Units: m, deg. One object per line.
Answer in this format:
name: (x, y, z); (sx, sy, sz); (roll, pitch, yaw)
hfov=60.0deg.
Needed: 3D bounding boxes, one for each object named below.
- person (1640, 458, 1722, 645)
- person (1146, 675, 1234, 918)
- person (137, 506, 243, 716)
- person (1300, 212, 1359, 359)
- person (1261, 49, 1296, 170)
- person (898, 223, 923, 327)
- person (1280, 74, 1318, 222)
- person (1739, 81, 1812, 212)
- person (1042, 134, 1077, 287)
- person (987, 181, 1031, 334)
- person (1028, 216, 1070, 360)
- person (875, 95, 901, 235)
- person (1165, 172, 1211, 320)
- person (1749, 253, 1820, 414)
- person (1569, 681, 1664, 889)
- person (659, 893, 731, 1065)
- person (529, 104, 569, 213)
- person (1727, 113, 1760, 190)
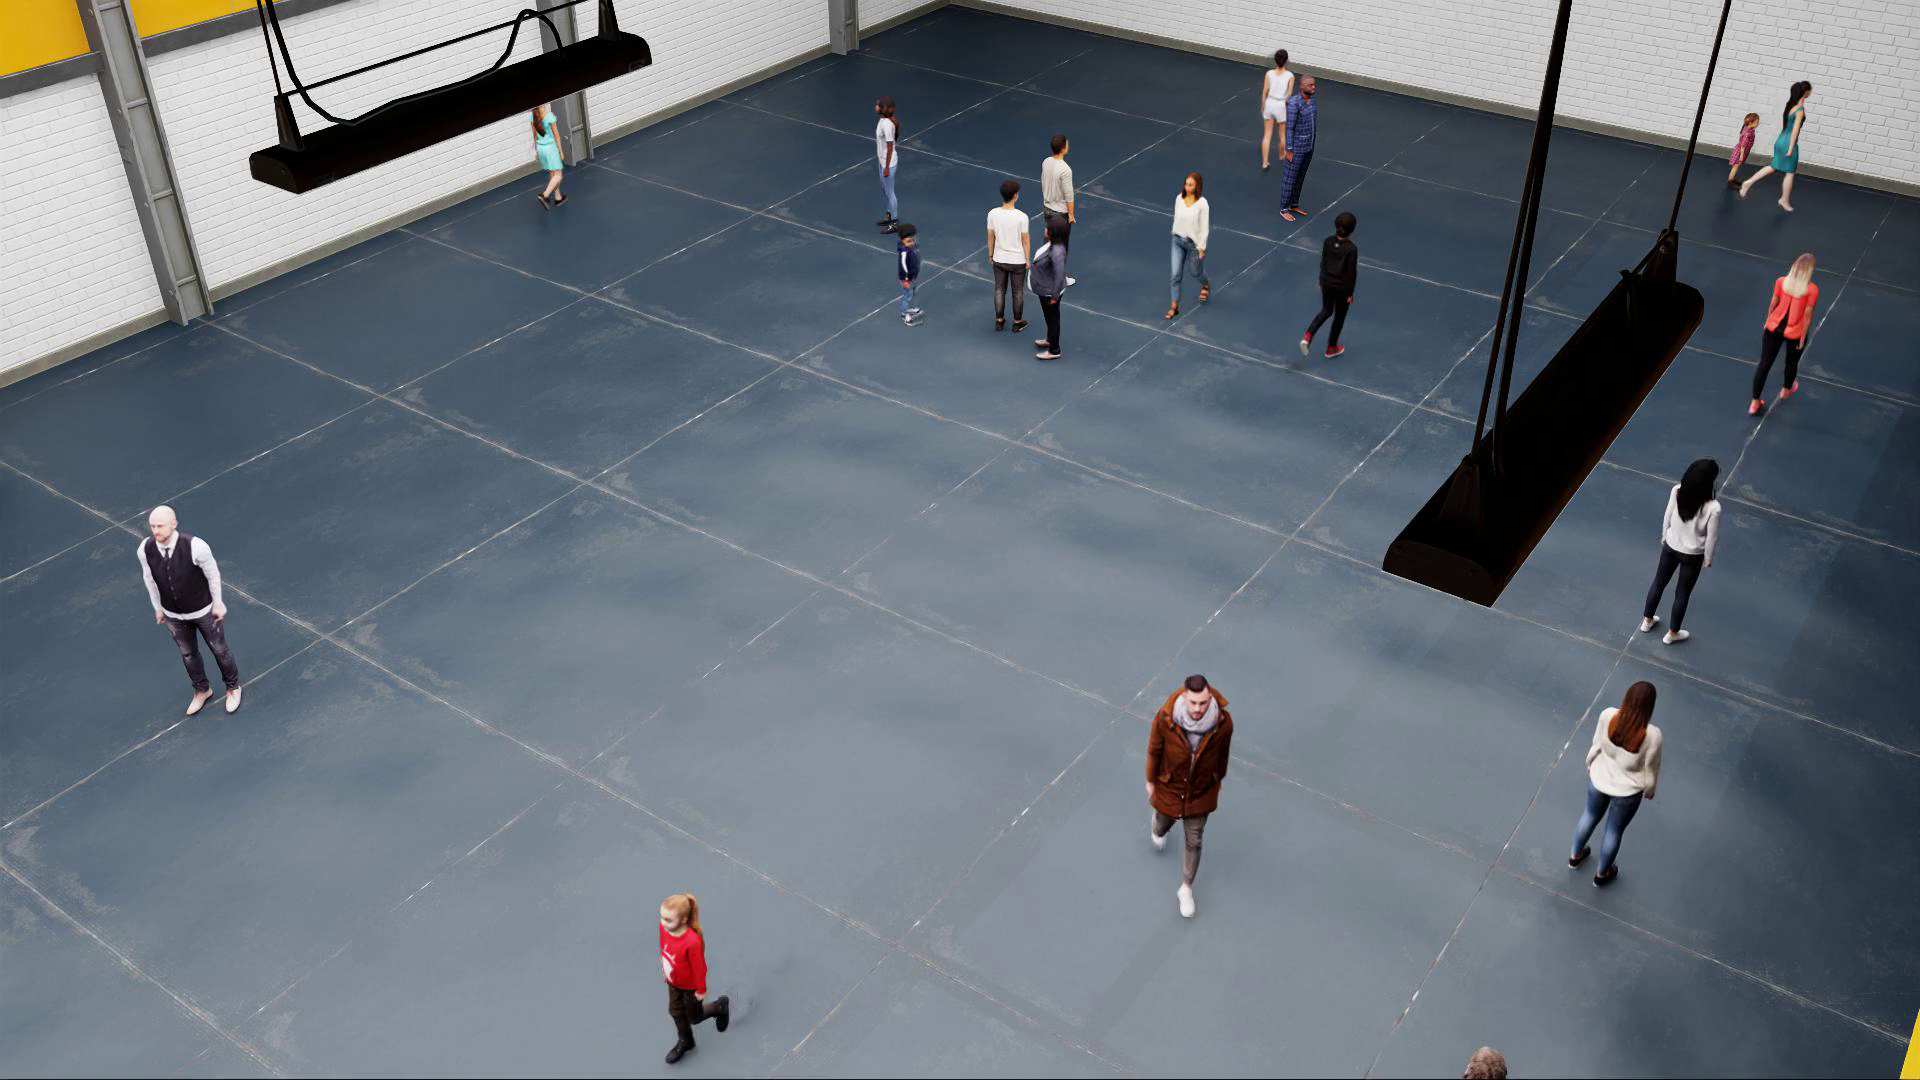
person: (5.863, 0.068, 13.474); (0.664, 1.700, 0.683); (-22, 40, -30)
person: (1.485, 1.587, 11.085); (1.064, 1.817, 1.210); (1, 34, 1)
person: (-5.860, 0.526, 12.676); (0.779, 1.823, 0.809); (-2, 34, -3)
person: (3.938, -2.653, 17.602); (0.931, 1.662, 0.722); (-26, 41, -33)
person: (4.228, -5.768, 22.354); (0.699, 1.590, 0.957); (14, 36, 20)
person: (-0.562, -2.990, 18.520); (0.702, 1.207, 0.456); (8, 34, 12)
person: (4.274, -4.966, 20.936); (0.764, 1.824, 0.604); (29, 43, 36)
person: (10.428, -5.003, 21.136); (0.920, 1.664, 0.966); (3, 34, 4)
person: (1.115, -3.808, 19.205); (0.651, 1.812, 0.705); (-24, 40, -31)
person: (0.536, -3.107, 18.235); (0.683, 1.717, 0.630); (11, 35, 16)
person: (0.990, -2.707, 17.743); (0.851, 1.596, 0.760); (3, 34, 4)
person: (-0.901, -4.651, 20.556); (0.713, 1.719, 0.651); (-5, 34, -8)
person: (2.613, -3.327, 18.621); (0.671, 1.657, 1.023); (25, 41, 32)
person: (8.225, -2.033, 16.668); (1.039, 1.664, 0.744); (-29, 43, -36)
person: (4.399, 1.645, 11.111); (0.647, 1.690, 0.672); (-26, 42, -34)
person: (-1.618, 2.614, 10.033); (0.492, 1.271, 0.699); (22, 39, 29)
person: (-5.252, -4.920, 21.118); (0.651, 1.545, 0.923); (13, 36, 19)
person: (10.309, -5.144, 21.930); (0.505, 1.021, 0.409); (15, 37, 22)
